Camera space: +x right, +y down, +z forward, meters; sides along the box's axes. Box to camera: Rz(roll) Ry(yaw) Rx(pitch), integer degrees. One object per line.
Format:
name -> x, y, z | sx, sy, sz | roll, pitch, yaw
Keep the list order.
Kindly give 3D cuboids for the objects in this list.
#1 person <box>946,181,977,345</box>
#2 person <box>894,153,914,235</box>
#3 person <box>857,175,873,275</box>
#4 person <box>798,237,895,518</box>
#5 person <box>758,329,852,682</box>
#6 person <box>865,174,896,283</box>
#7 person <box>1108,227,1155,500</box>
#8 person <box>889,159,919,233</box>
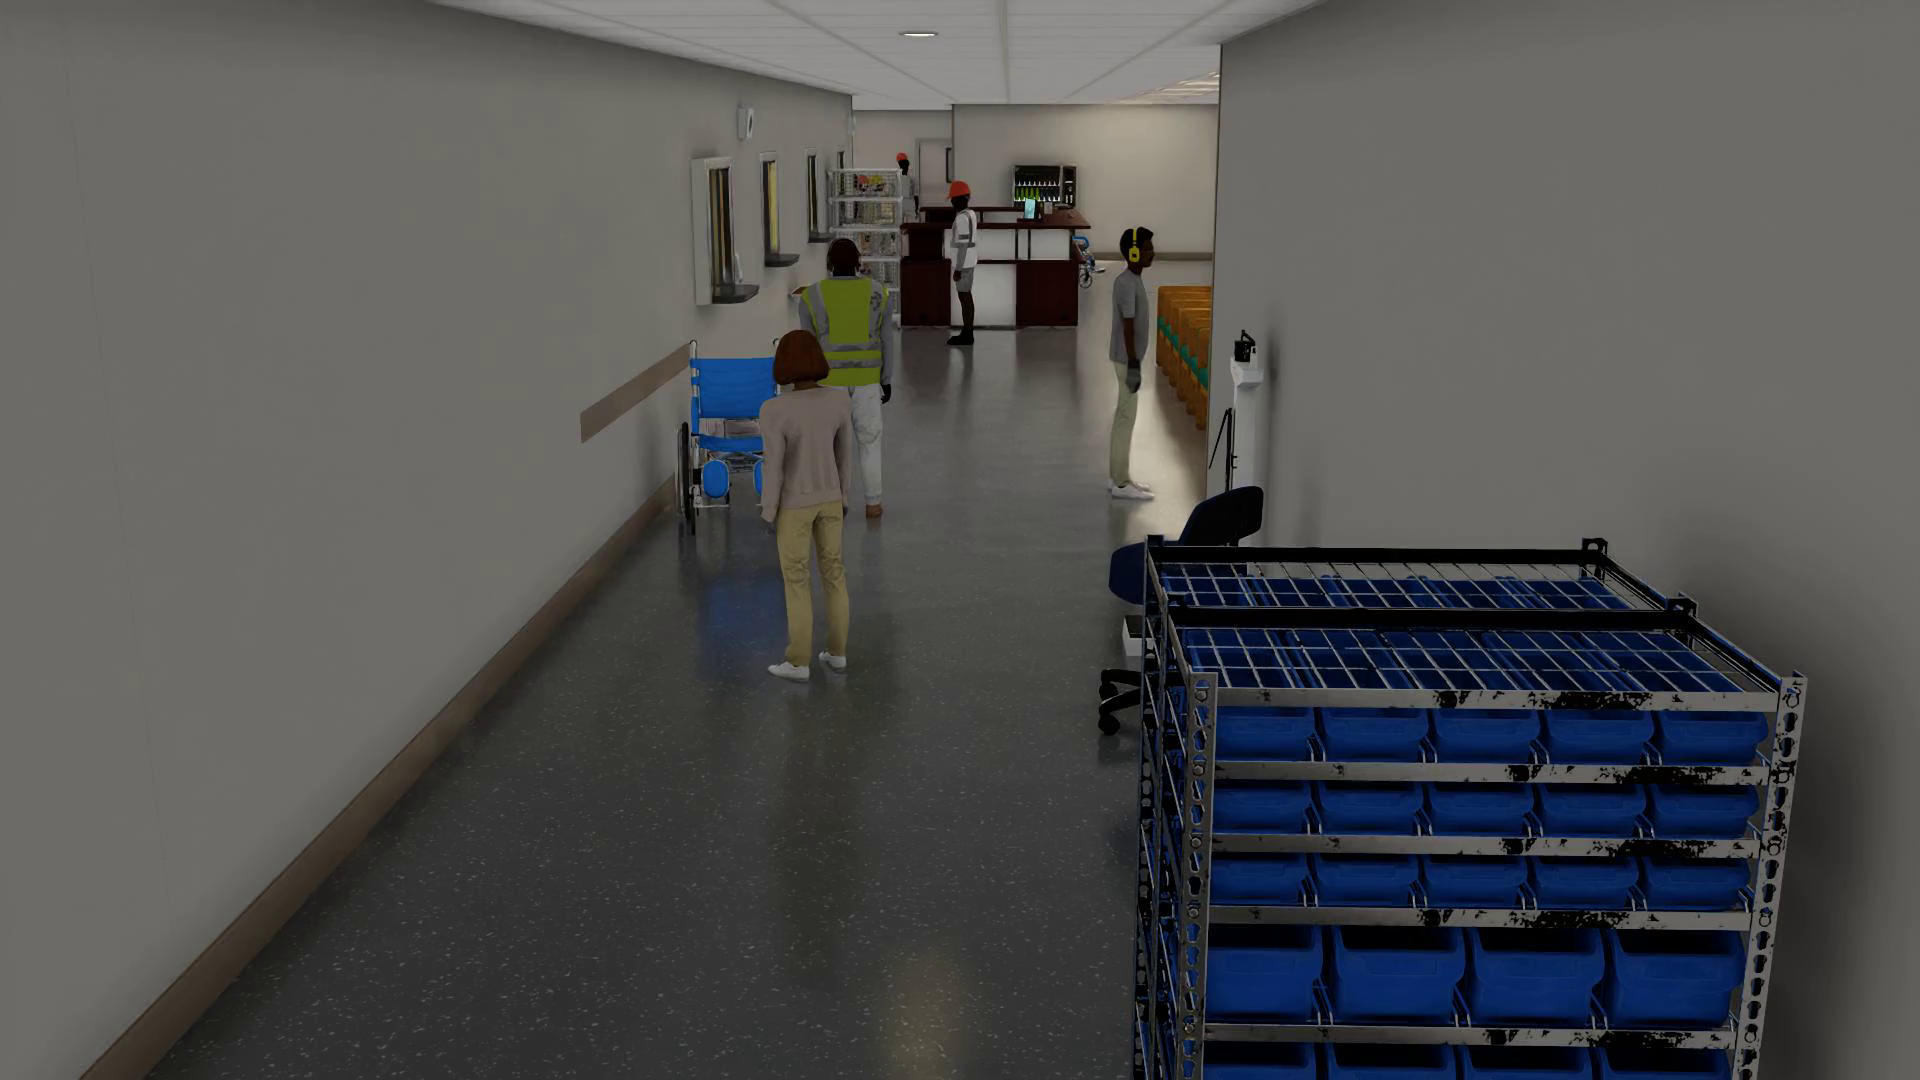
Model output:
person -> 0.019, -3.292, 19.810 | 0.361, 1.935, 0.544 | 2, 14, 10
person -> -1.406, -8.477, 40.748 | 0.610, 1.985, 0.393 | 11, 18, 38
person -> -1.698, -5.572, 29.431 | 0.342, 1.751, 0.564 | -6, 15, -23
person -> -0.740, -1.042, 10.866 | 0.627, 1.846, 0.429 | -3, 14, -10
person -> -0.710, -0.155, 7.699 | 0.499, 1.633, 0.289 | -12, 18, -40
person -> -1.296, -5.050, 27.181 | 0.417, 1.819, 0.618 | 13, 19, 42
person -> 1.197, -1.220, 11.542 | 0.327, 1.869, 0.518 | 1, 14, 2
person -> -1.100, -6.568, 33.036 | 0.600, 1.967, 0.369 | 1, 14, 5
